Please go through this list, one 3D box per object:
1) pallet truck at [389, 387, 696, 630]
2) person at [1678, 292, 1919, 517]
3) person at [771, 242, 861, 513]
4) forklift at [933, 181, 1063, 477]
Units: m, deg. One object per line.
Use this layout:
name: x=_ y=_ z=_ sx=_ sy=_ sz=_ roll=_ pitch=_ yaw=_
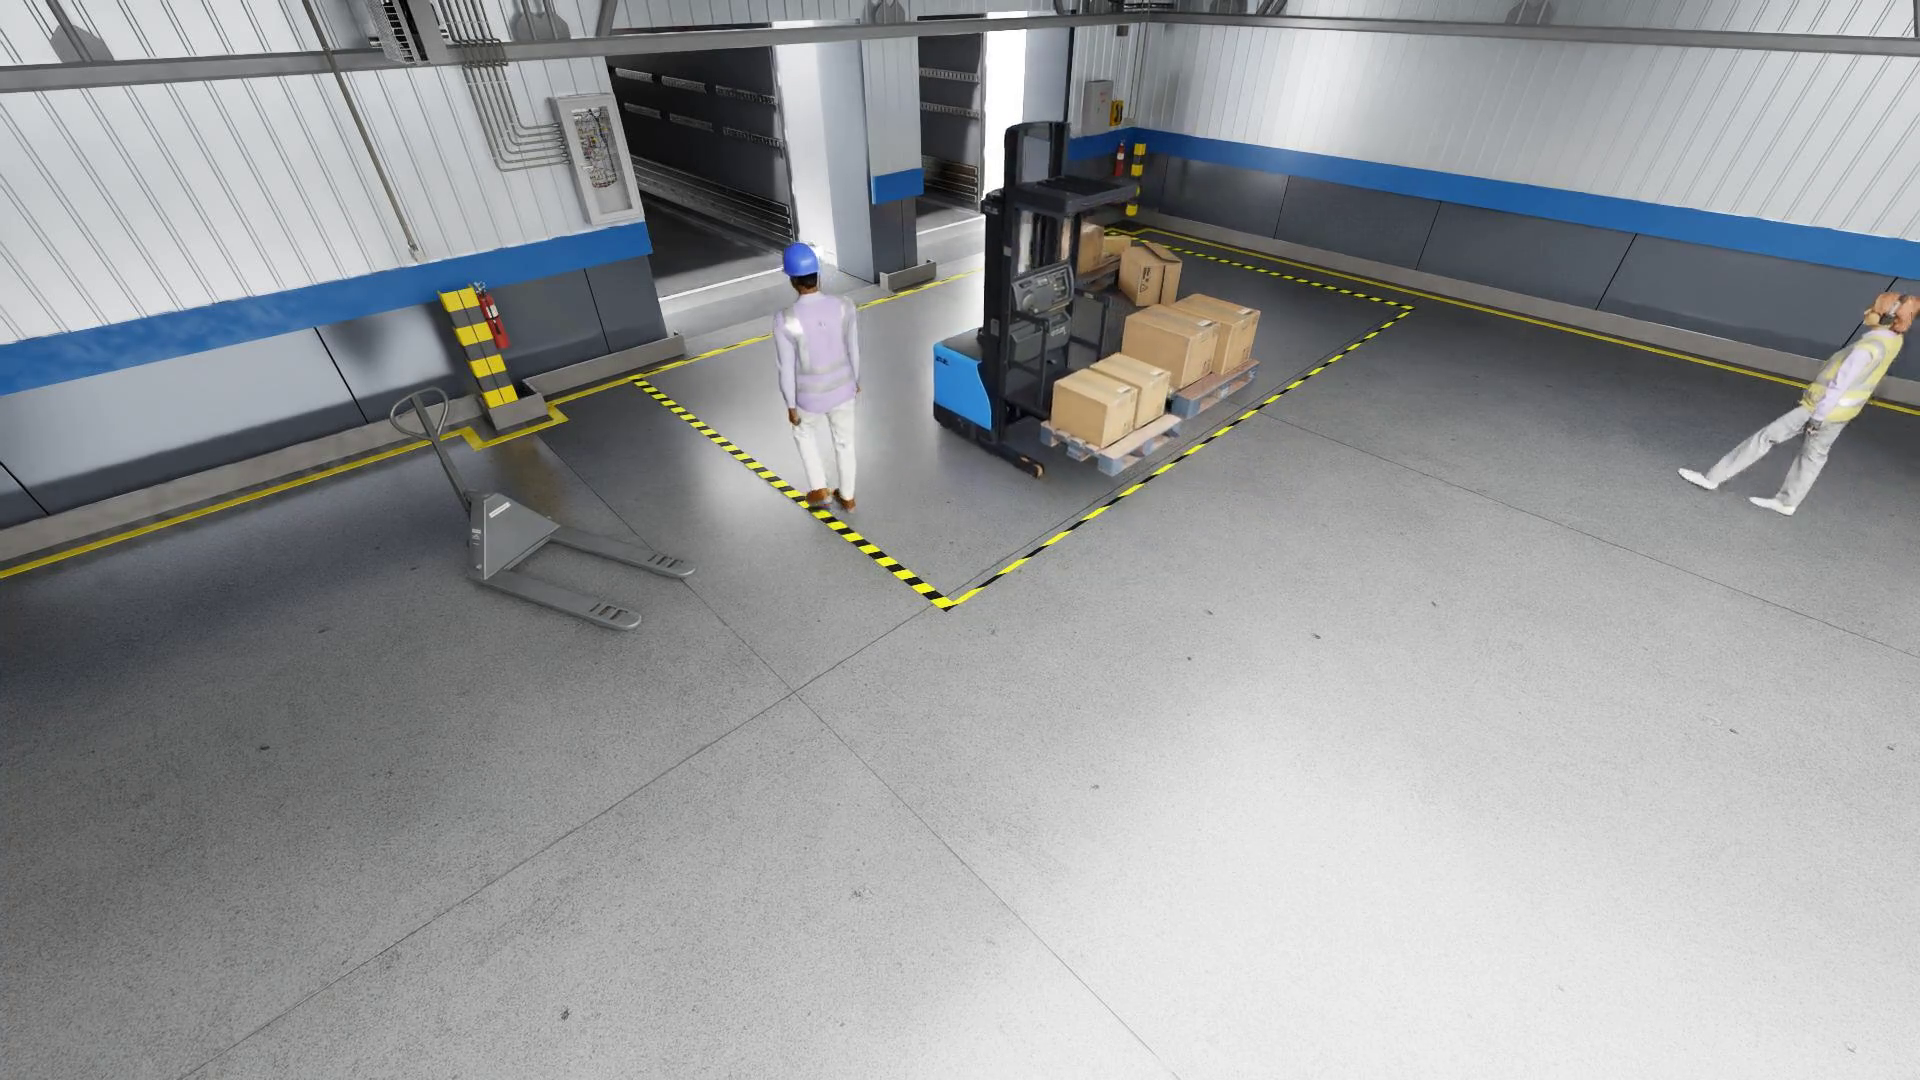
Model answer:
pallet truck: x=-2.613 y=-0.247 z=4.593 sx=1.601 sy=1.201 sz=0.680 roll=14 pitch=40 yaw=17
person: x=6.026 y=-0.977 z=5.230 sx=0.518 sy=1.617 sz=0.681 roll=-16 pitch=40 yaw=-19
person: x=-0.945 y=-1.039 z=5.052 sx=0.626 sy=1.931 sz=0.454 roll=-19 pitch=42 yaw=-23
forklift: x=0.309 y=-1.811 z=5.961 sx=0.716 sy=2.013 sz=0.776 roll=-30 pitch=47 yaw=-33
